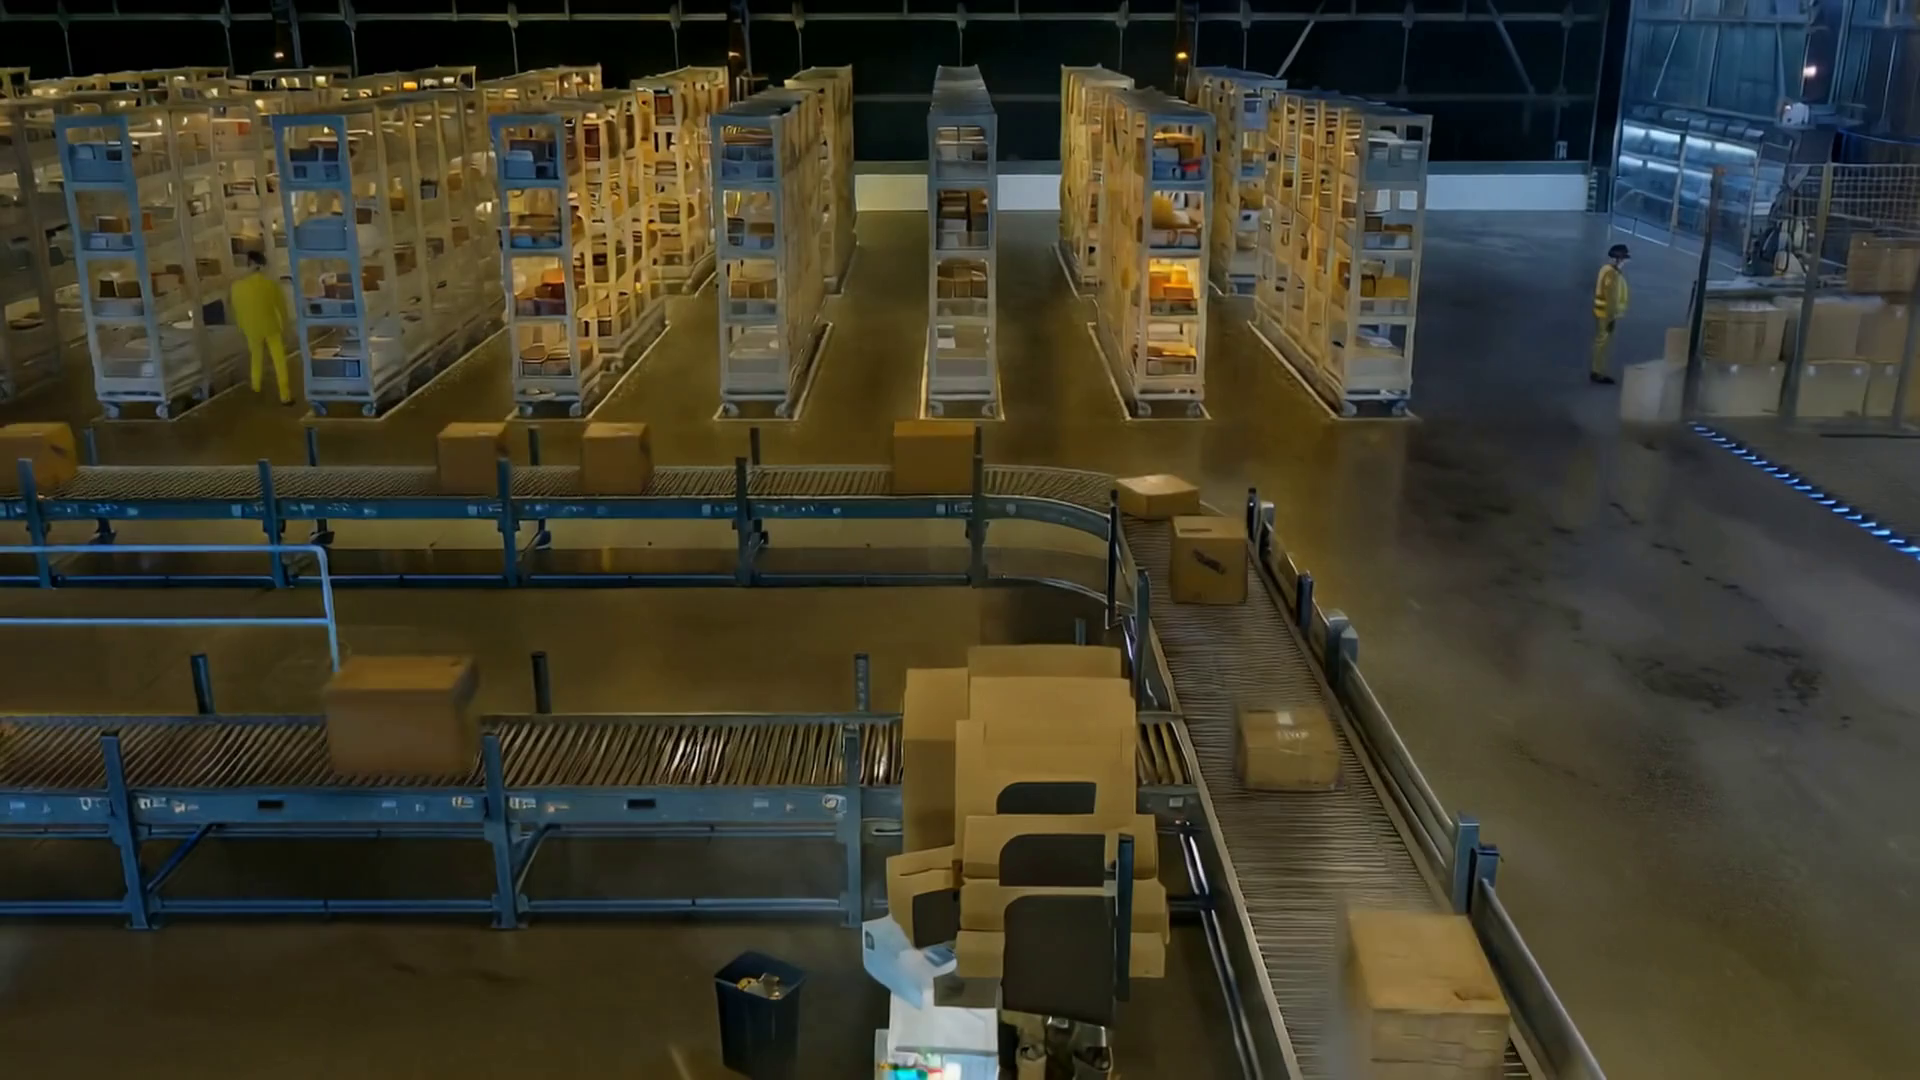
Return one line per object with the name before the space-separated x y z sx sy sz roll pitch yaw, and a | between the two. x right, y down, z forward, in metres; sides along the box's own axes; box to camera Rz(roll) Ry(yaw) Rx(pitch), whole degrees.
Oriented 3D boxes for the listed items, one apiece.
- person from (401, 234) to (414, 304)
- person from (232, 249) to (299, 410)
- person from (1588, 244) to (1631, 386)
person | -8.843 -4.580 26.764 0.567 1.841 0.377 -12 21 -32
person | -8.531 -2.555 20.351 0.693 1.949 0.601 -1 18 -4
person | 8.503 -2.952 21.772 0.404 1.828 0.591 3 18 10
